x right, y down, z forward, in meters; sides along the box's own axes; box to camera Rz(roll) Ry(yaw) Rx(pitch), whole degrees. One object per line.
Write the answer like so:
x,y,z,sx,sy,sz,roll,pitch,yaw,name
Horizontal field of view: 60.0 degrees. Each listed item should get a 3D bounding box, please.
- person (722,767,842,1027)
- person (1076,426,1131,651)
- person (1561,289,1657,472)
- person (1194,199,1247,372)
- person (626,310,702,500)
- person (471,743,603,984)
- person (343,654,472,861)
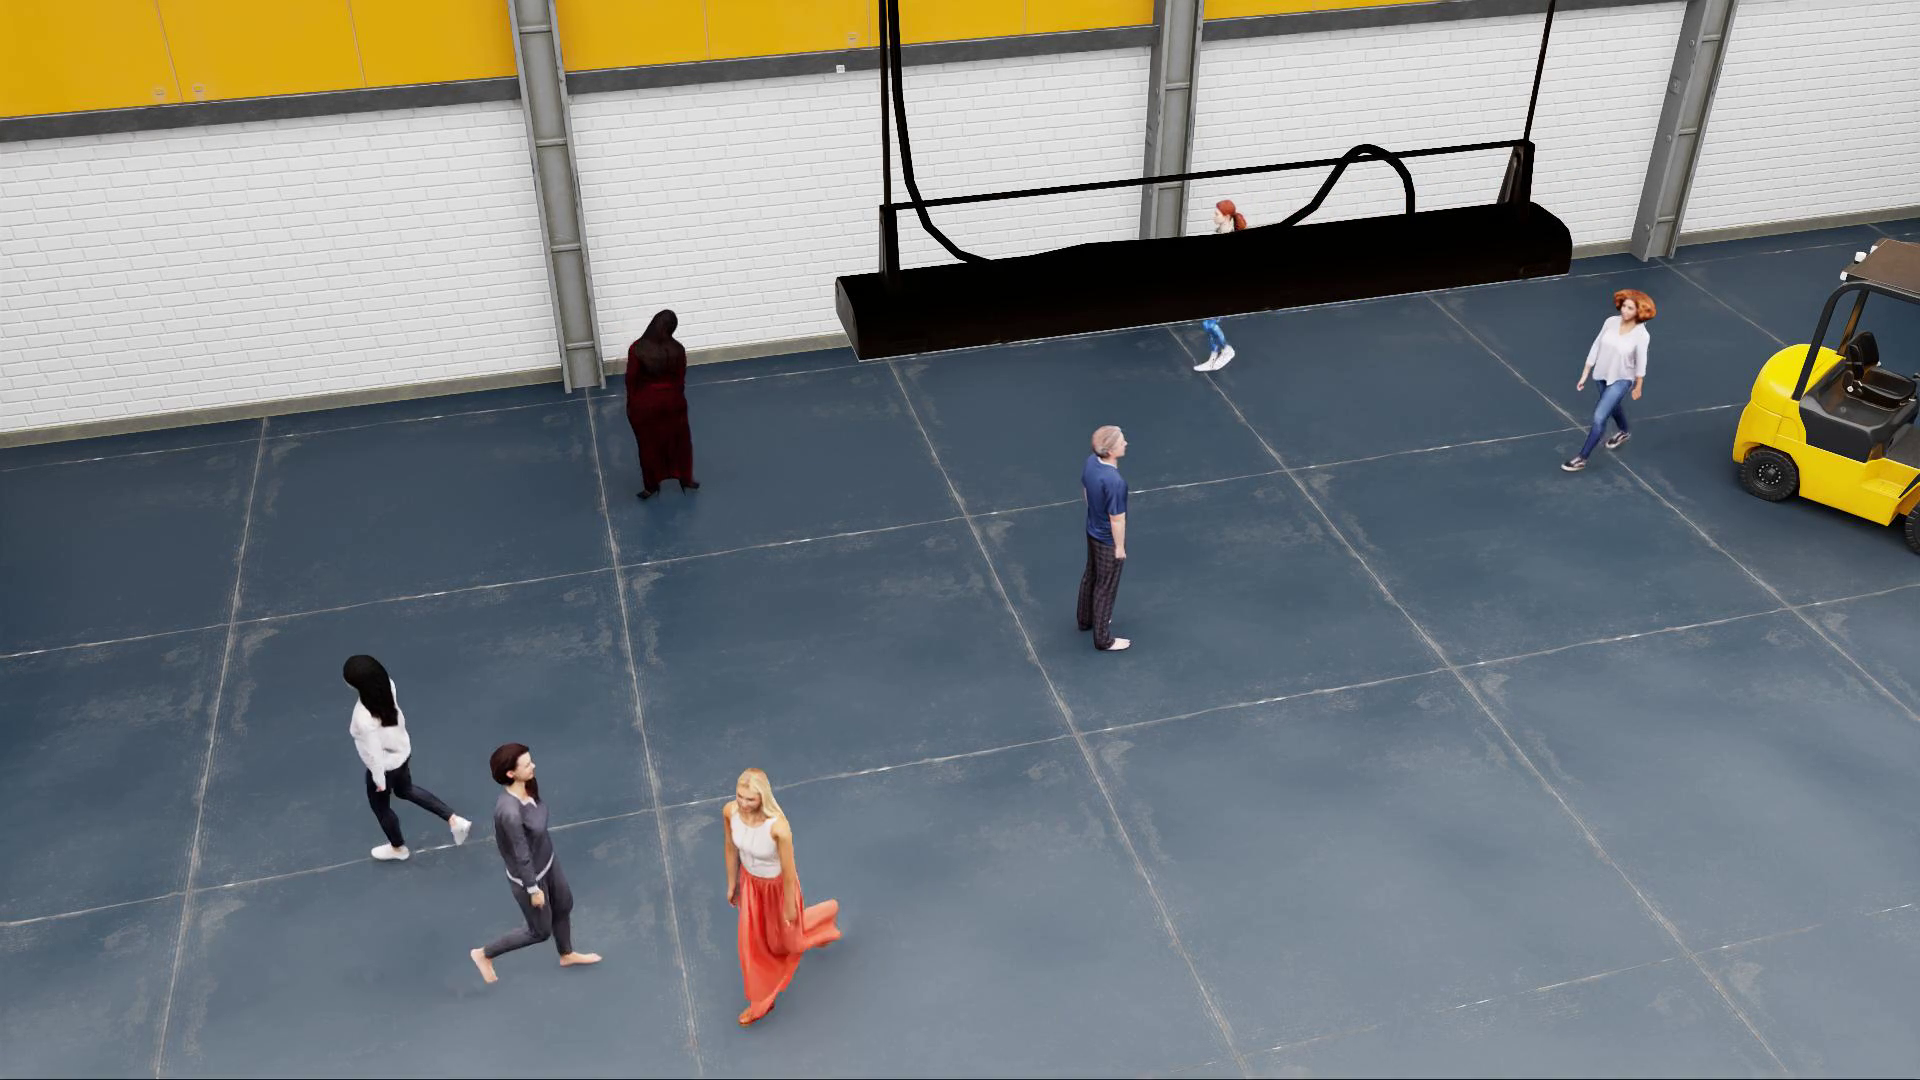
-1.041,1.943,9.556,1.055,1.774,1.146,19,38,26,person
1.085,-0.033,12.441,0.564,1.871,0.673,-12,35,-17,person
5.881,-1.464,14.776,1.231,1.670,0.773,-17,37,-23,person
2.591,-2.458,16.172,0.626,1.781,0.589,-10,35,-14,person
-2.622,-1.122,14.219,0.648,1.718,0.846,-28,43,-35,person
-2.555,1.914,9.621,1.008,1.751,0.740,-2,34,-3,person
-3.517,1.392,10.468,1.006,1.682,0.816,3,34,4,person
